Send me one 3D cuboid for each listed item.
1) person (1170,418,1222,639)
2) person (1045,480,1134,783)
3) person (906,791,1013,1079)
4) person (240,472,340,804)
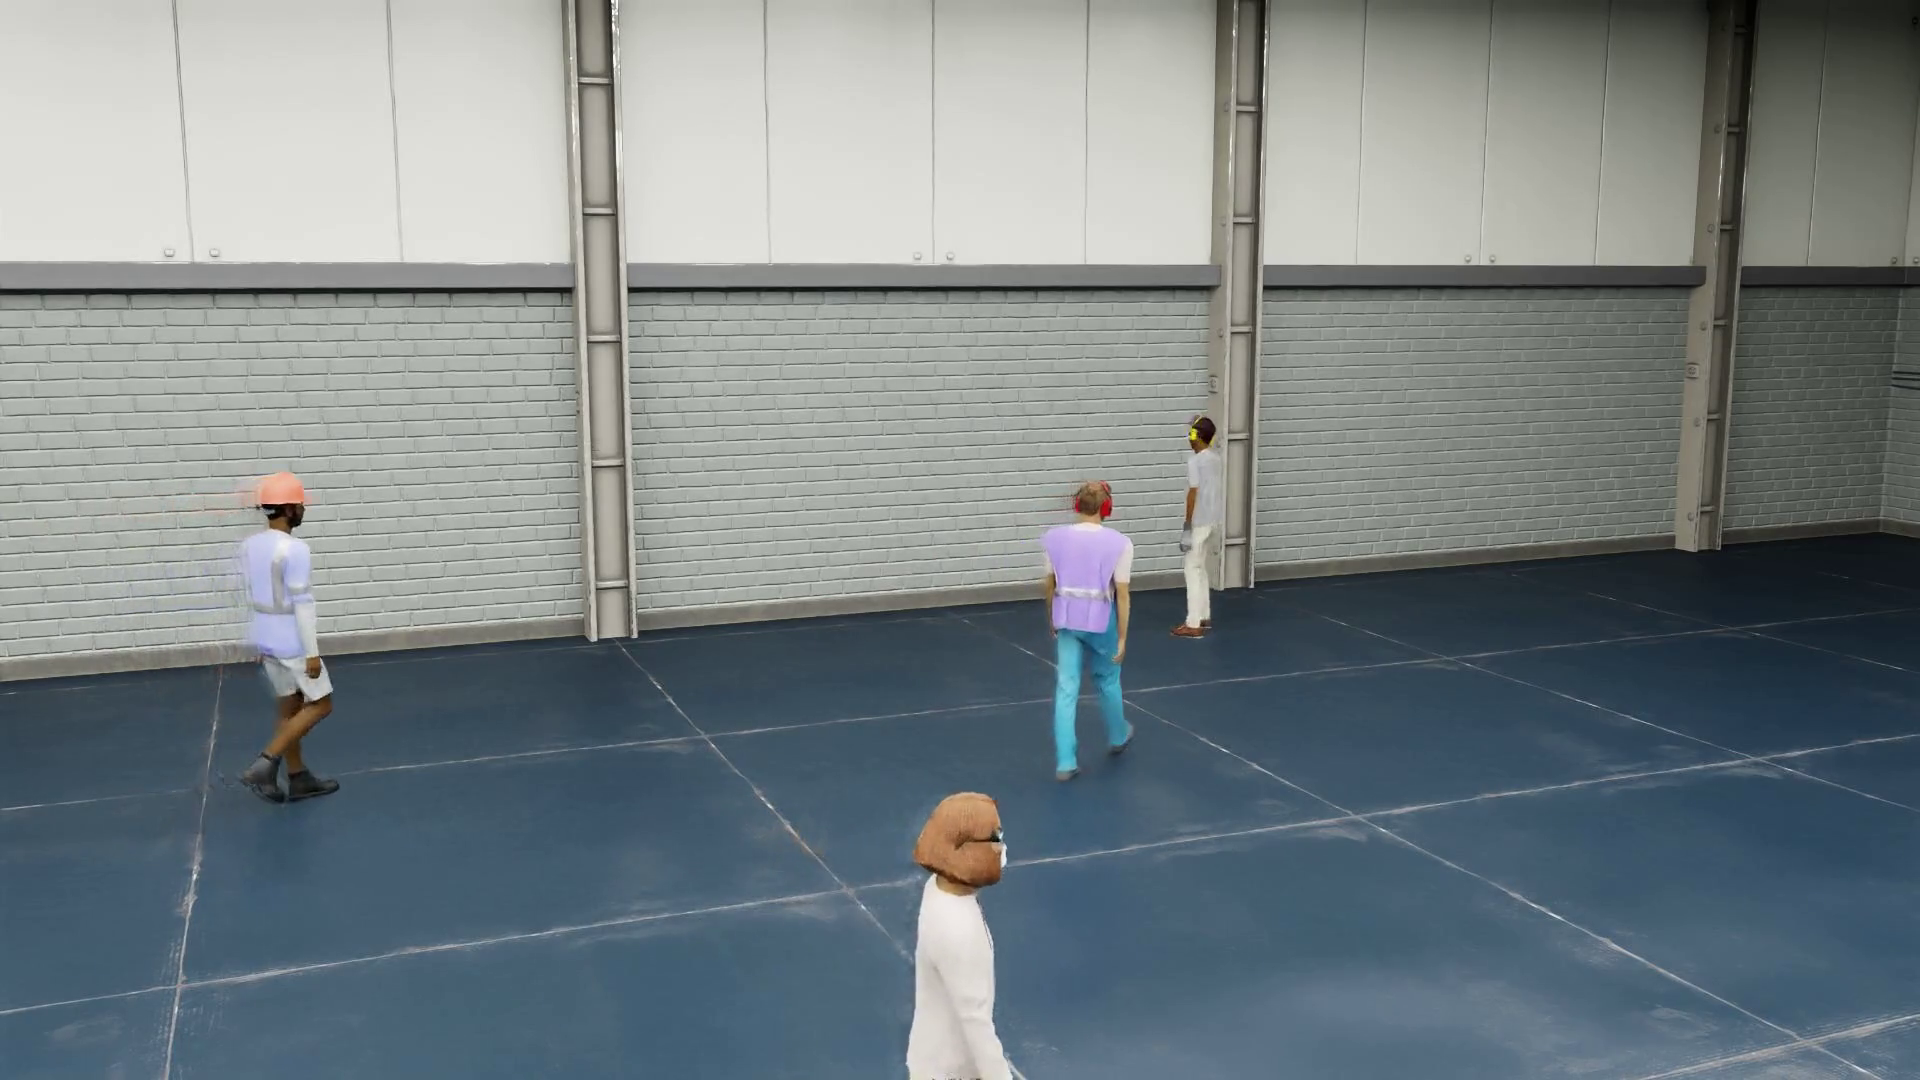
[{"bbox_3d":[2.001,-0.106,14.053,0.368,1.830,0.580,5,11,30],"label":"person"},{"bbox_3d":[0.809,0.524,10.192,0.572,1.799,0.952,3,10,19],"label":"person"},{"bbox_3d":[0.037,1.497,4.741,0.863,1.588,0.505,0,9,2],"label":"person"},{"bbox_3d":[-3.846,0.576,9.448,0.561,1.927,0.522,7,12,38],"label":"person"}]
